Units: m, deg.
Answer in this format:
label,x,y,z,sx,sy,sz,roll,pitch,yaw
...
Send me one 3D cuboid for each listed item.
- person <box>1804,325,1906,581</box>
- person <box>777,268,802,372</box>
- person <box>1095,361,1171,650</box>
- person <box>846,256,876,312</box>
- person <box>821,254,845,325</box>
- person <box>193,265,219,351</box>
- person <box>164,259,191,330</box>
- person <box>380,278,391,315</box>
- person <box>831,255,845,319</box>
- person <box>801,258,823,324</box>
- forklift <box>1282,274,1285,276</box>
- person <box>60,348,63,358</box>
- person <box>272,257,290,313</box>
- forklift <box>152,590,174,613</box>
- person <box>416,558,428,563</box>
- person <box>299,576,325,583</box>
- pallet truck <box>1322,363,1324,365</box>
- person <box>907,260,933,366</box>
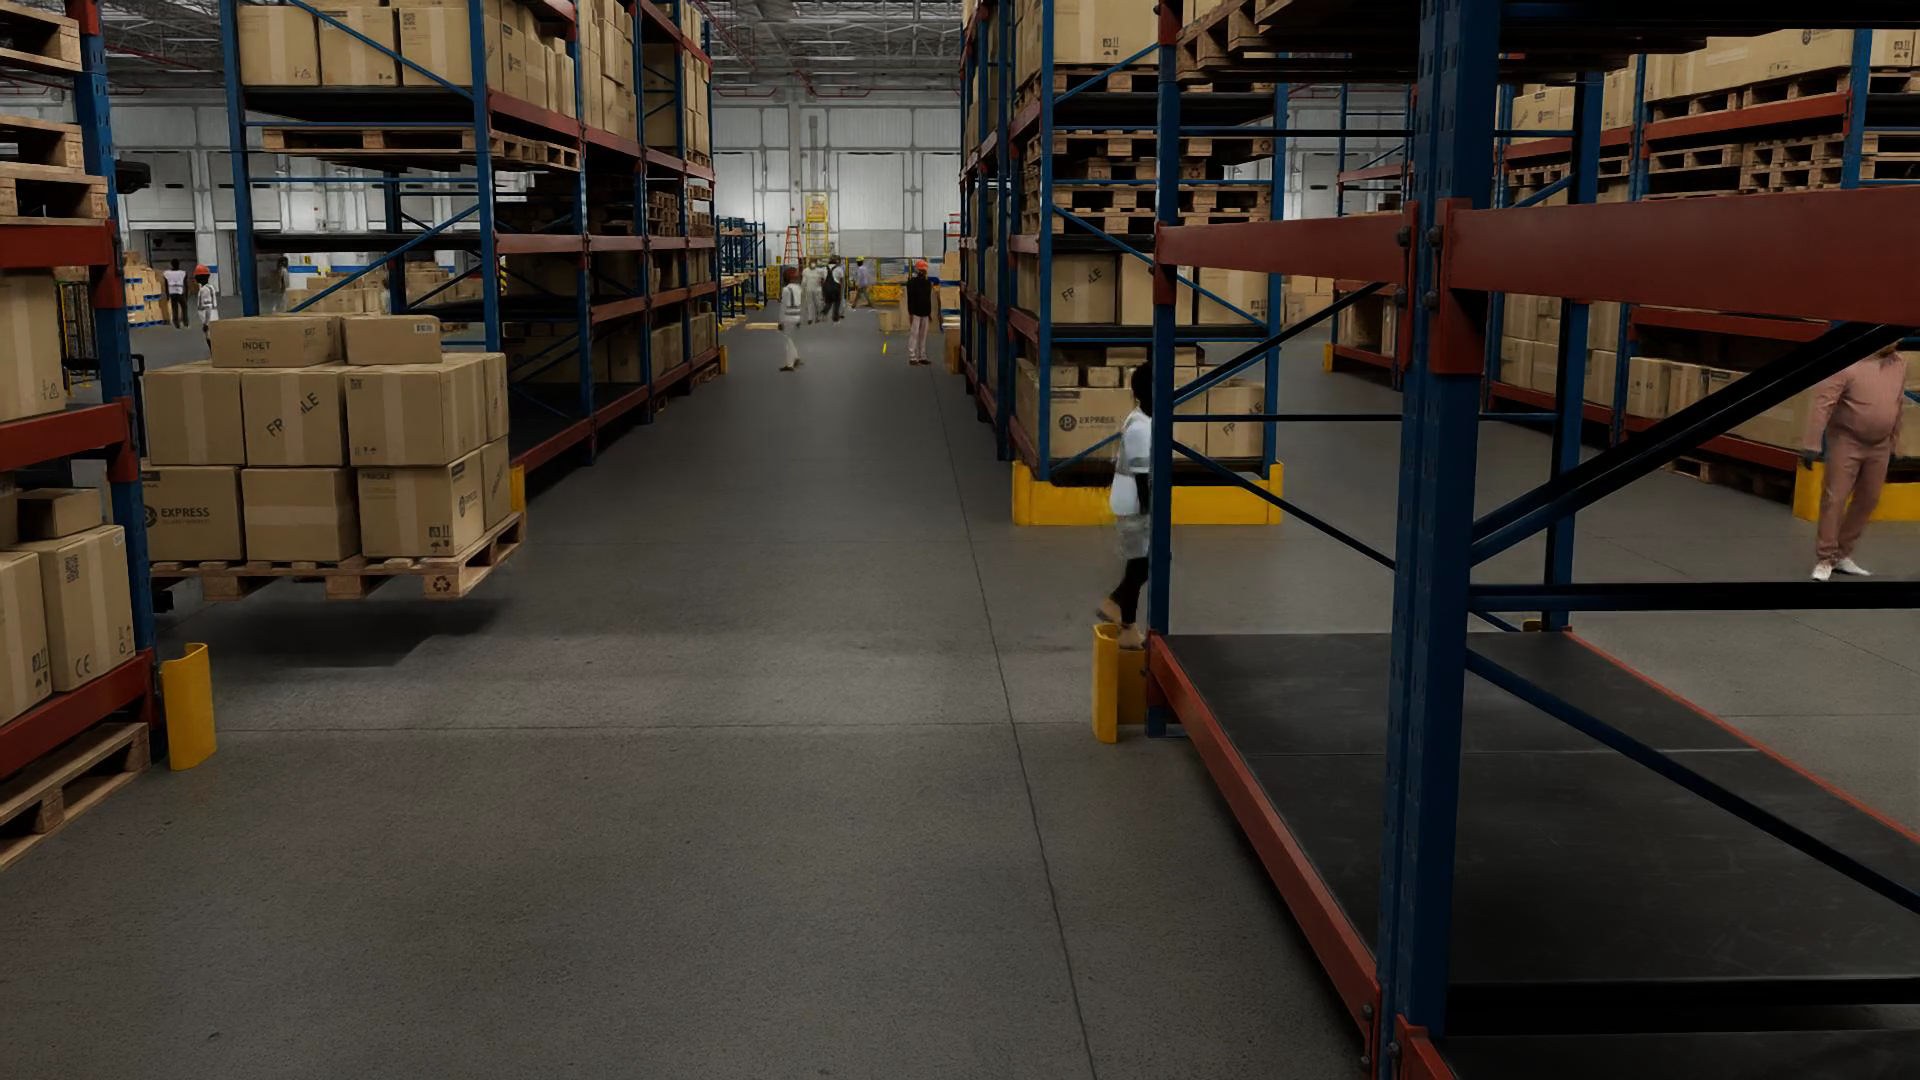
label,x,y,z,sx,sy,sz,roll,pitch,yaw
person,6.196,-0.648,11.511,0.749,1.894,0.416,-2,10,-11
person,-3.098,-3.974,30.067,0.421,1.875,0.662,4,11,23
person,1.024,-0.184,9.501,0.379,1.682,0.543,4,11,19
person,-3.293,-8.556,55.605,1.037,1.869,0.603,1,10,4
person,-3.567,-7.103,47.029,0.706,2.000,0.574,5,11,25
person,-13.202,-3.844,29.159,0.364,1.939,0.542,-3,11,-17
person,-20.914,-6.566,44.481,0.595,1.889,0.851,-3,11,-15
person,-11.703,-4.592,34.273,0.861,1.600,0.506,6,12,29
person,-3.716,-7.729,50.806,0.372,1.940,0.632,-6,12,-30
person,-4.201,-7.102,47.497,0.673,1.889,1.019,0,10,0
forklift,12.240,-10.302,62.509,1.129,2.768,1.873,0,10,-2
person,-17.215,-4.217,31.310,0.746,1.917,0.552,2,10,9
person,-21.527,-8.071,52.950,0.717,1.853,0.526,-1,10,-8
forklift,-5.858,-0.811,9.639,1.873,2.768,1.129,-1,10,-3
person,-4.164,-0.600,11.992,0.720,1.602,0.558,2,10,13
person,-4.232,-0.552,11.368,0.751,1.735,0.547,-1,10,-8
pallet truck,7.712,-4.157,30.737,1.885,1.965,0.823,3,11,16
person,-0.747,-4.294,31.508,0.388,1.996,0.612,10,14,43
